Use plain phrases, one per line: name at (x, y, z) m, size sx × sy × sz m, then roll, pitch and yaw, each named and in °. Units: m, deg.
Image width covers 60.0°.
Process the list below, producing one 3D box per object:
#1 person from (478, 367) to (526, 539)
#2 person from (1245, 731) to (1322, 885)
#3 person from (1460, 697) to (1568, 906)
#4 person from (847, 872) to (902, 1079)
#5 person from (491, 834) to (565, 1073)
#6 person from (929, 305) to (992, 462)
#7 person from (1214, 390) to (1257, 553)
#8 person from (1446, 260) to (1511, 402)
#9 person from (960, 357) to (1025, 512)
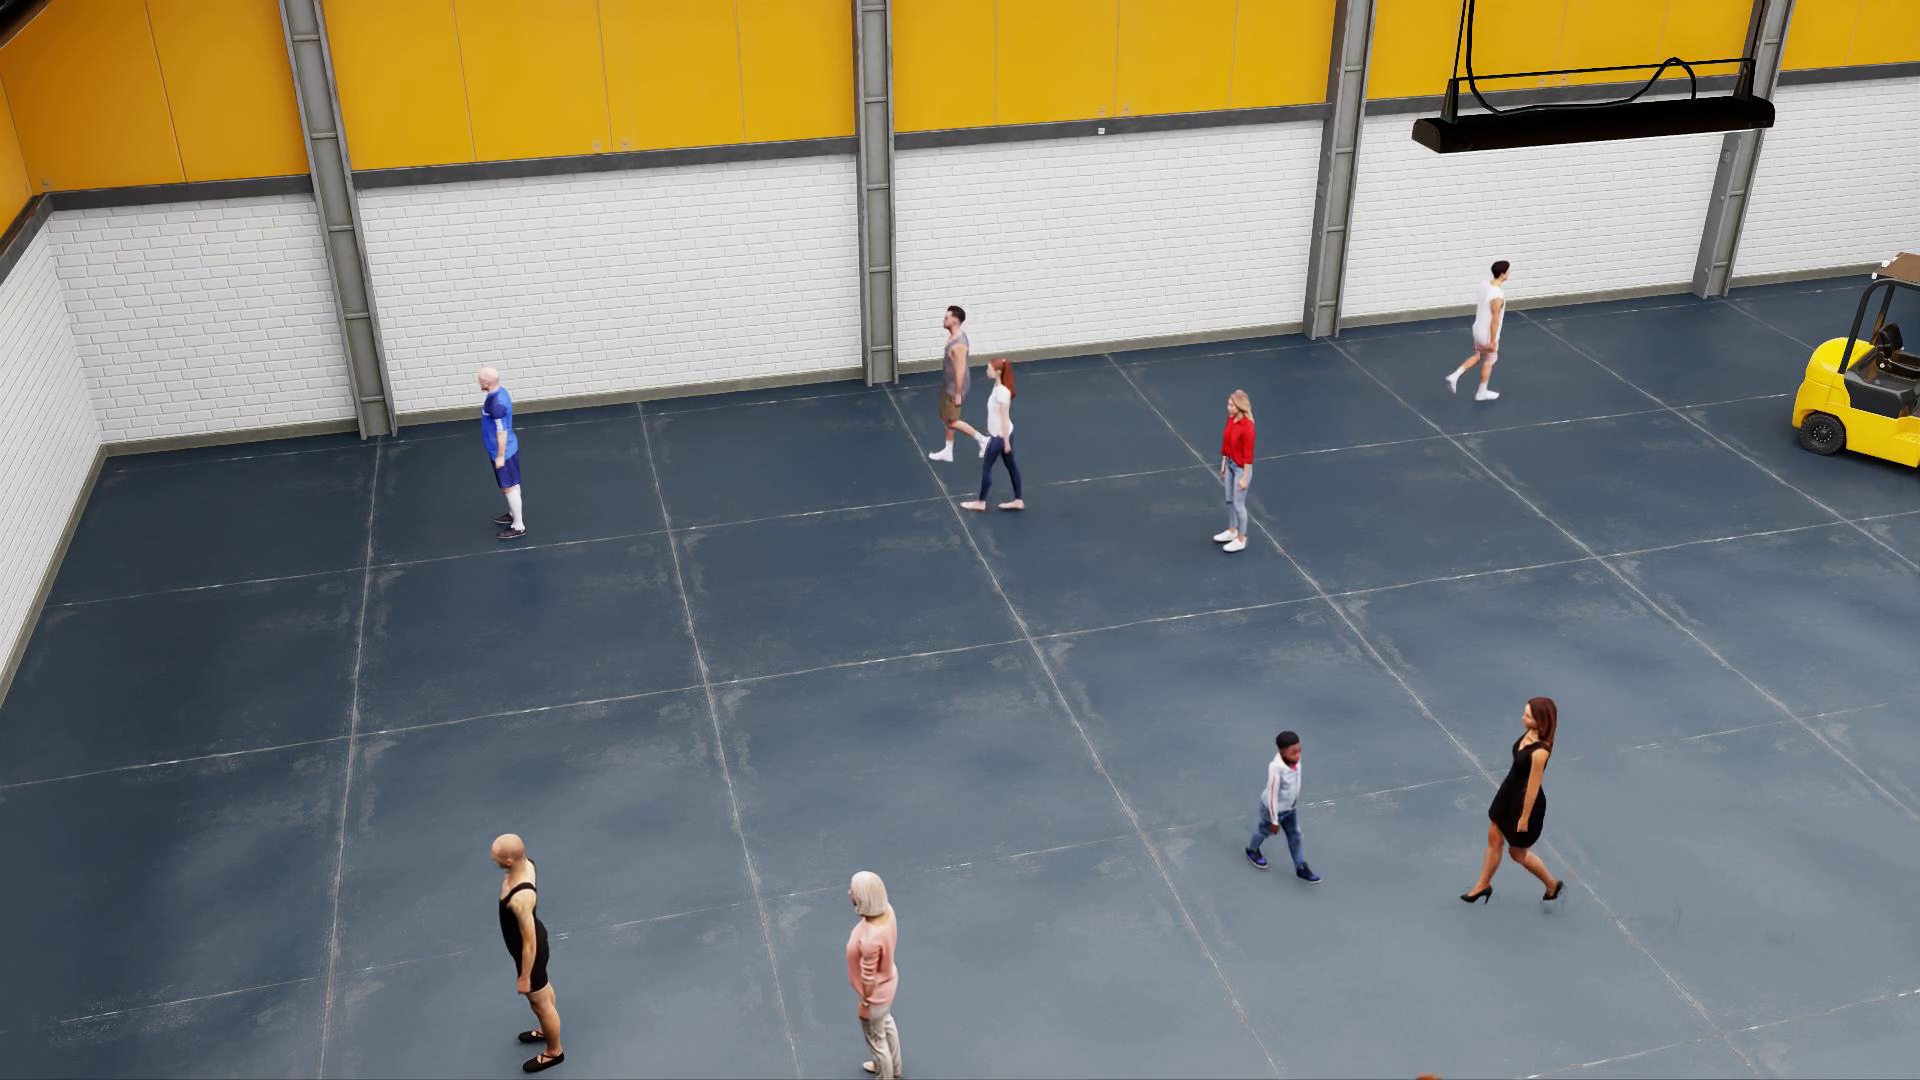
person at (-4.653, -0.917, 16.901) m, size 0.547 × 1.838 × 0.658 m, roll -8°, pitch 30°, yaw -14°
person at (2.325, 1.934, 12.311) m, size 0.848 × 1.228 × 0.745 m, roll -21°, pitch 35°, yaw -33°
person at (4.032, 1.906, 11.743) m, size 1.031 × 1.821 × 0.810 m, roll 4°, pitch 29°, yaw 7°
person at (-0.515, 2.752, 10.292) m, size 0.633 × 1.725 × 0.653 m, roll 3°, pitch 29°, yaw 5°
person at (-2.719, 2.581, 10.515) m, size 0.506 × 1.813 × 0.650 m, roll -8°, pitch 30°, yaw -15°
person at (0.019, -1.671, 18.082) m, size 1.030 × 1.834 × 0.776 m, roll 0°, pitch 29°, yaw 0°
person at (2.788, -0.704, 16.655) m, size 0.554 × 1.700 × 0.646 m, roll -11°, pitch 30°, yaw -19°
person at (6.202, -2.485, 19.842) m, size 0.932 × 1.773 × 0.720 m, roll -3°, pitch 29°, yaw -6°
person at (0.533, -1.076, 17.322) m, size 0.979 × 1.713 × 0.803 m, roll 4°, pitch 29°, yaw 8°
